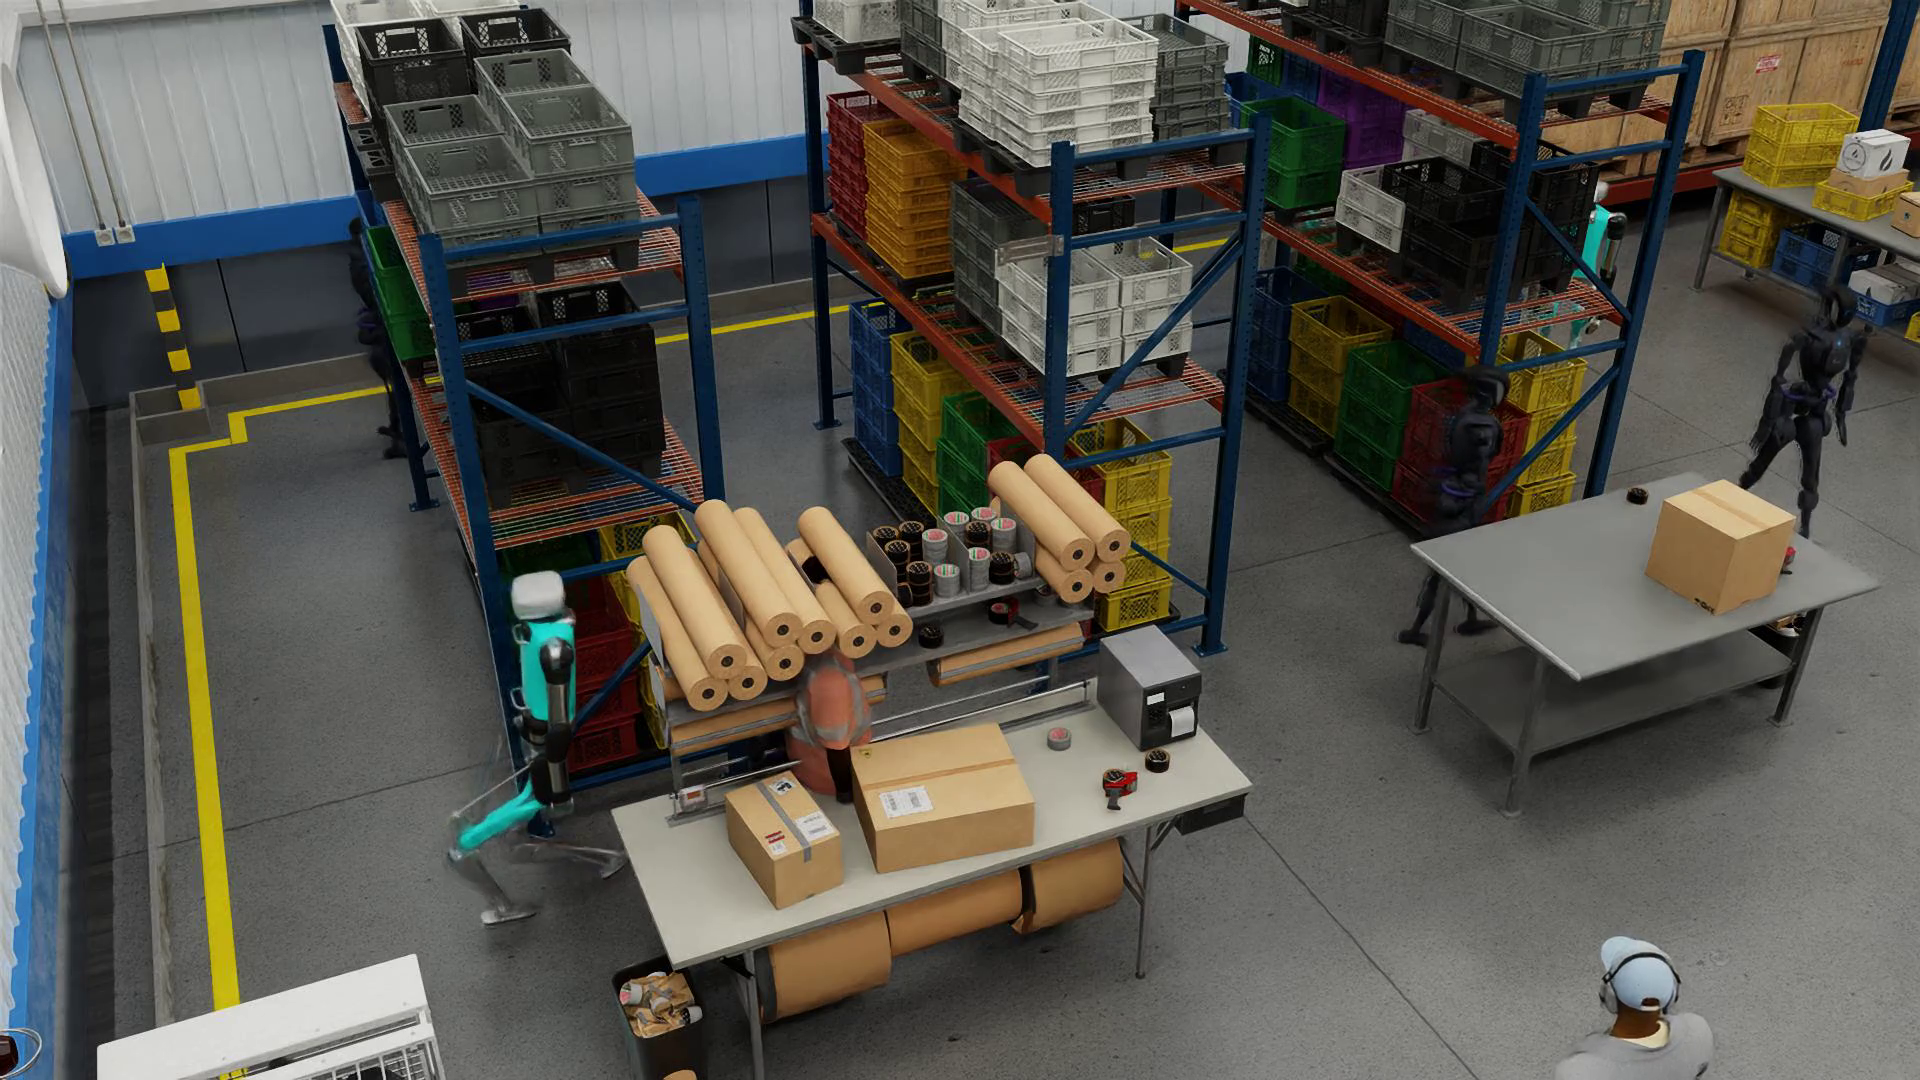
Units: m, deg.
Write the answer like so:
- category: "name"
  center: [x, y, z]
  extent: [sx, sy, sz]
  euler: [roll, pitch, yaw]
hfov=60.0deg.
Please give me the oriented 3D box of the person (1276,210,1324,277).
- category: "person"
  center: [2.883, -3.093, 13.513]
  extent: [0.573, 1.828, 0.957]
  euler: [-16, 35, -24]

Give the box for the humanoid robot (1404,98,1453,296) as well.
- category: "humanoid robot"
  center: [3.672, -2.677, 13.036]
  extent: [0.589, 1.636, 0.784]
  euler: [-14, 34, -21]

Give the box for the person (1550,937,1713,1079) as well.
- category: "person"
  center: [1.985, 1.969, 5.263]
  extent: [0.597, 1.850, 0.395]
  euler: [-14, 34, -21]

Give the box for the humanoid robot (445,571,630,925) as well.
- category: "humanoid robot"
  center: [-1.876, 0.946, 7.021]
  extent: [0.993, 1.720, 0.541]
  euler: [-12, 34, -19]

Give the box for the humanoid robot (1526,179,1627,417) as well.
- category: "humanoid robot"
  center: [4.093, -1.667, 11.184]
  extent: [0.530, 1.699, 0.714]
  euler: [12, 34, 19]

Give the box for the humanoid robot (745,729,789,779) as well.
- category: "humanoid robot"
  center: [-0.698, 0.935, 7.095]
  extent: [0.321, 1.657, 0.595]
  euler: [21, 37, 30]

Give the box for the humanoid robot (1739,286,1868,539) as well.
- category: "humanoid robot"
  center: [5.007, -0.748, 9.888]
  extent: [0.585, 1.623, 0.775]
  euler: [-6, 32, -9]

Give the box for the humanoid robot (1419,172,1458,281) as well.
- category: "humanoid robot"
  center: [3.449, -2.053, 12.002]
  extent: [0.741, 1.635, 0.603]
  euler: [24, 39, 33]

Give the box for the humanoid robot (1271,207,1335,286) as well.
- category: "humanoid robot"
  center: [2.726, -2.728, 12.995]
  extent: [0.682, 1.791, 0.534]
  euler: [23, 38, 33]

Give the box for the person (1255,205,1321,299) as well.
- category: "person"
  center: [2.535, -2.695, 12.870]
  extent: [0.589, 1.823, 0.405]
  euler: [-3, 32, -5]

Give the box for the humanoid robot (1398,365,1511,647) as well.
- category: "humanoid robot"
  center: [2.750, -0.157, 8.896]
  extent: [0.654, 1.628, 0.609]
  euler: [1, 32, 2]

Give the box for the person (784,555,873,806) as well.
- category: "person"
  center: [-0.535, 0.896, 6.899]
  extent: [0.362, 1.961, 0.612]
  euler: [-10, 33, -15]

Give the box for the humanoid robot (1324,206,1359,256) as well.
- category: "humanoid robot"
  center: [3.148, -3.124, 13.679]
  extent: [0.805, 1.802, 0.530]
  euler: [-13, 34, -20]

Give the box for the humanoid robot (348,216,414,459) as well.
- category: "humanoid robot"
  center: [-3.696, -1.299, 10.731]
  extent: [0.343, 1.646, 0.606]
  euler: [-8, 32, -13]
